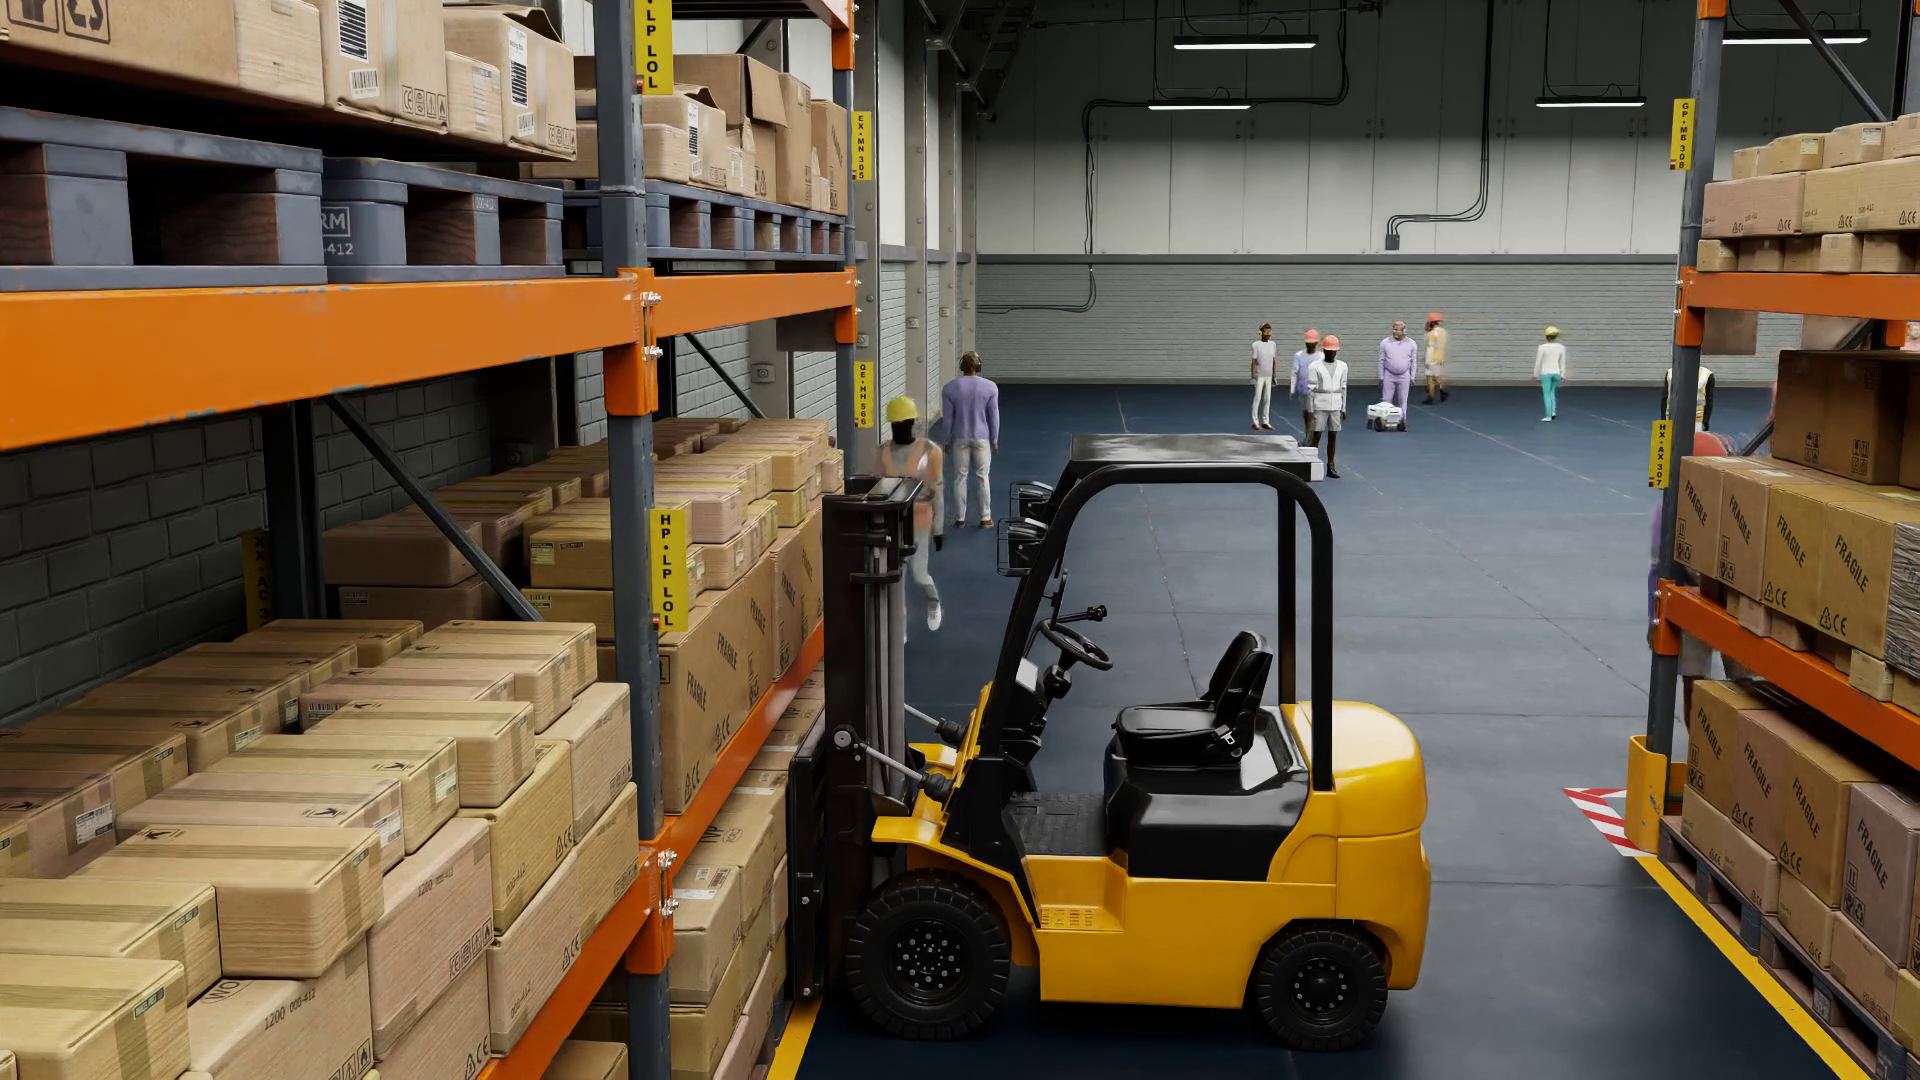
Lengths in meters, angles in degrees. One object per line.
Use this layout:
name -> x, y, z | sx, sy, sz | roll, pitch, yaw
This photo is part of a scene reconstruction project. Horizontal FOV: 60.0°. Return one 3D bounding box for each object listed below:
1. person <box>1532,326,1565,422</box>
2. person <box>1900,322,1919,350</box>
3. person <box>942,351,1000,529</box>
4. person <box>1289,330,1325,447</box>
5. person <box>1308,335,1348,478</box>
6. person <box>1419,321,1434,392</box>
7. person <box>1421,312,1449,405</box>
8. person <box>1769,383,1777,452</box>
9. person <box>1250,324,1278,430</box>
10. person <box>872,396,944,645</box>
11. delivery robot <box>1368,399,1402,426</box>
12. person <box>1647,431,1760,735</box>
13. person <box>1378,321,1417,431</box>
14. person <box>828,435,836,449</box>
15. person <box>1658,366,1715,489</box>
person -> 10.825, -3.045, 30.600 | 0.530, 1.749, 0.530 | -2, 10, -13
person -> 16.695, -2.905, 29.291 | 0.650, 1.890, 0.684 | 3, 10, 18
person -> 0.119, -1.081, 18.102 | 0.627, 1.940, 0.370 | 1, 9, 6
person -> 5.453, -2.331, 25.886 | 0.534, 1.889, 1.031 | 6, 11, 31
person -> 4.952, -1.785, 22.375 | 0.550, 1.933, 0.375 | -1, 9, -8
person -> 10.589, -4.148, 37.634 | 0.521, 1.613, 0.559 | -5, 11, -28
person -> 9.757, -3.721, 34.153 | 0.563, 1.918, 0.466 | -9, 13, -42
person -> 9.248, -1.148, 18.495 | 0.989, 1.957, 0.628 | -7, 12, -37
person -> 5.303, -2.844, 29.029 | 0.510, 1.863, 0.312 | -5, 10, -26
person -> -0.375, -0.145, 12.524 | 0.596, 1.904, 0.640 | 4, 10, 23
delivery robot -> 7.375, -2.214, 28.866 | 0.477, 0.478, 0.707 | -2, 10, -13
person -> 4.058, 0.405, 8.935 | 0.699, 1.992, 0.535 | 4, 10, 25
person -> 7.561, -2.823, 28.766 | 0.643, 1.905, 0.400 | 2, 10, 12
person -> -0.920, 0.288, 10.020 | 0.681, 1.873, 0.614 | -3, 10, -17
person -> 9.237, -1.542, 21.190 | 0.620, 1.845, 0.430 | 6, 11, 34
